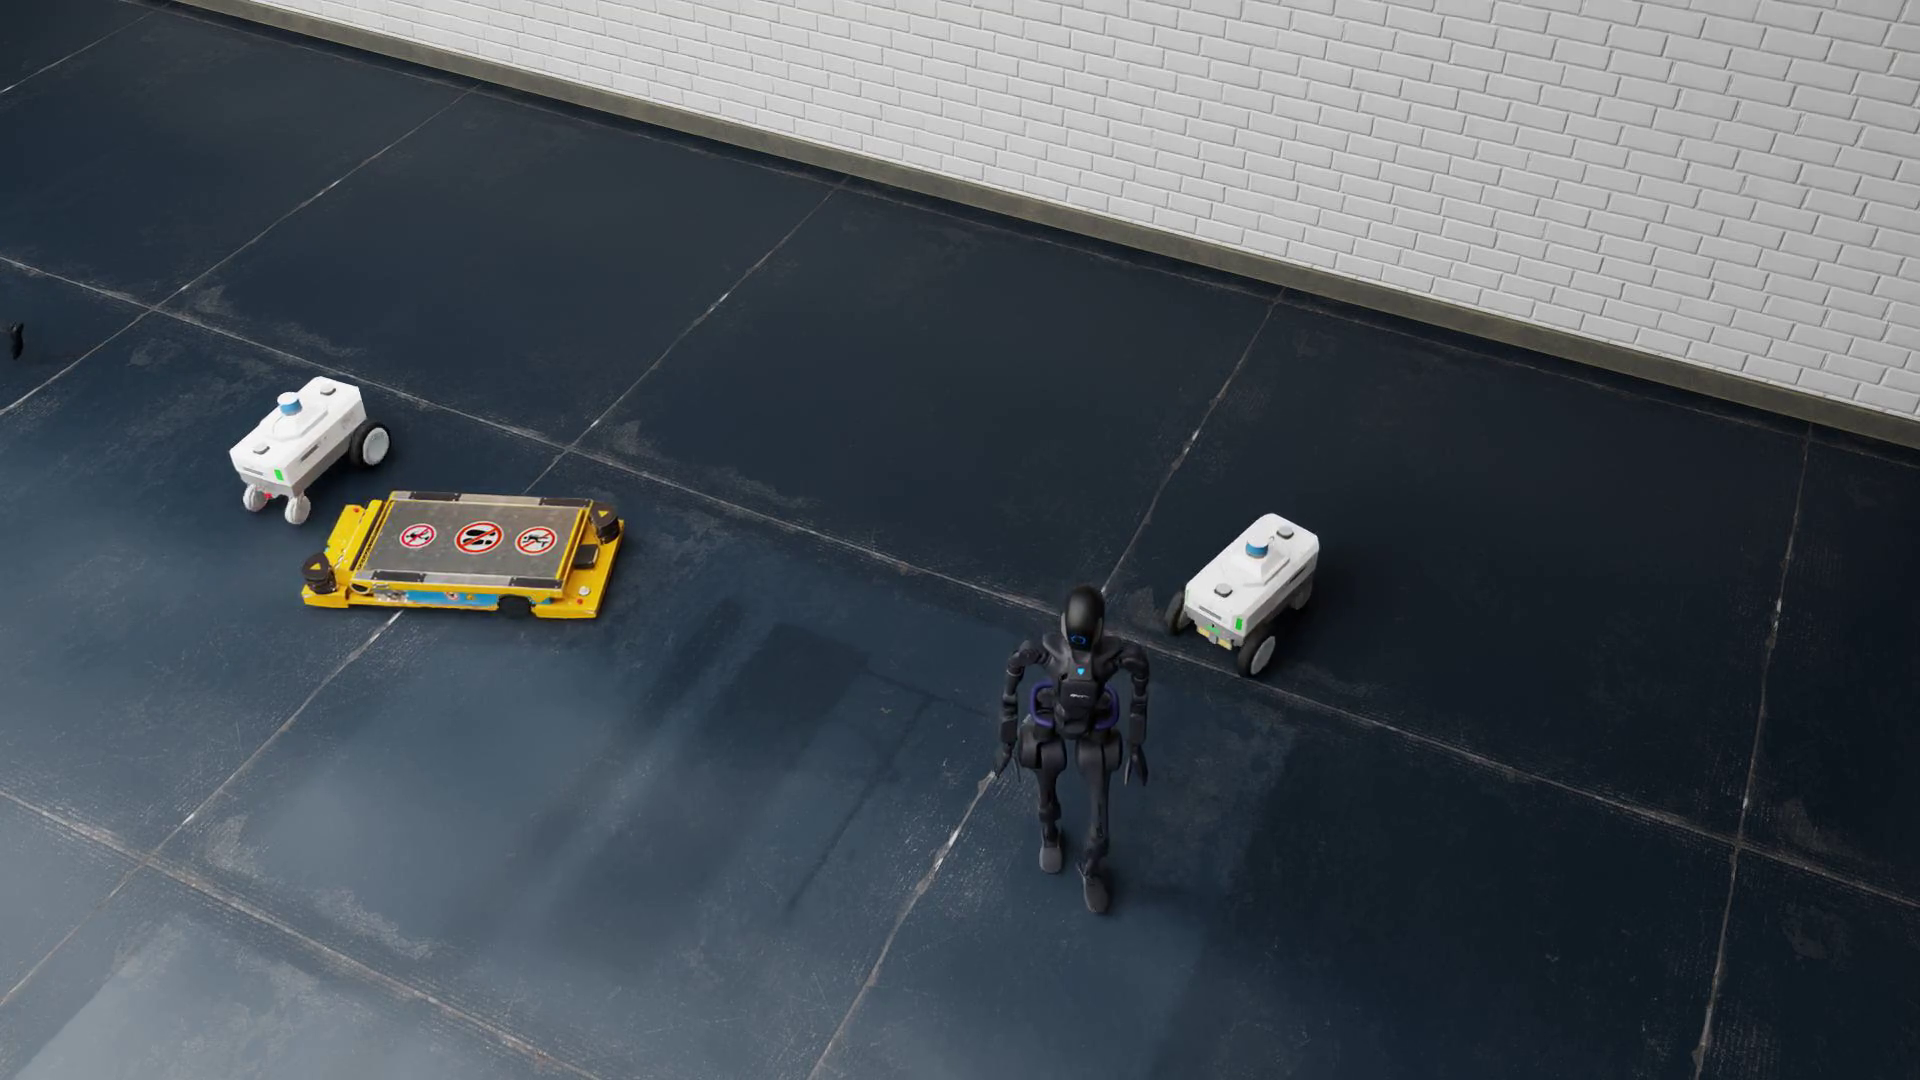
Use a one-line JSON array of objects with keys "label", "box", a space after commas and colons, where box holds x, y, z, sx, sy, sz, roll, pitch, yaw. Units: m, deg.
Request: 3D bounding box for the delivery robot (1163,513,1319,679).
[{"label": "delivery robot", "box": [1.353, 0.231, 7.808, 0.499, 0.610, 0.814, 31, 51, 29]}]

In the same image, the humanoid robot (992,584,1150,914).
[{"label": "humanoid robot", "box": [0.429, 0.786, 6.373, 0.613, 1.642, 0.482, 1, 43, 1]}]

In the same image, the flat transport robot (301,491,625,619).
[{"label": "flat transport robot", "box": [-2.428, 0.070, 8.179, 1.431, 0.231, 0.659, 3, 43, 3]}]

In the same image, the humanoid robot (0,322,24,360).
[{"label": "humanoid robot", "box": [-5.566, -1.504, 8.853, 0.562, 1.646, 0.602, -7, 43, -8]}]

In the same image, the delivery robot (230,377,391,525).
[{"label": "delivery robot", "box": [-3.382, -0.515, 8.584, 0.499, 0.572, 0.747, 16, 45, 17]}]
